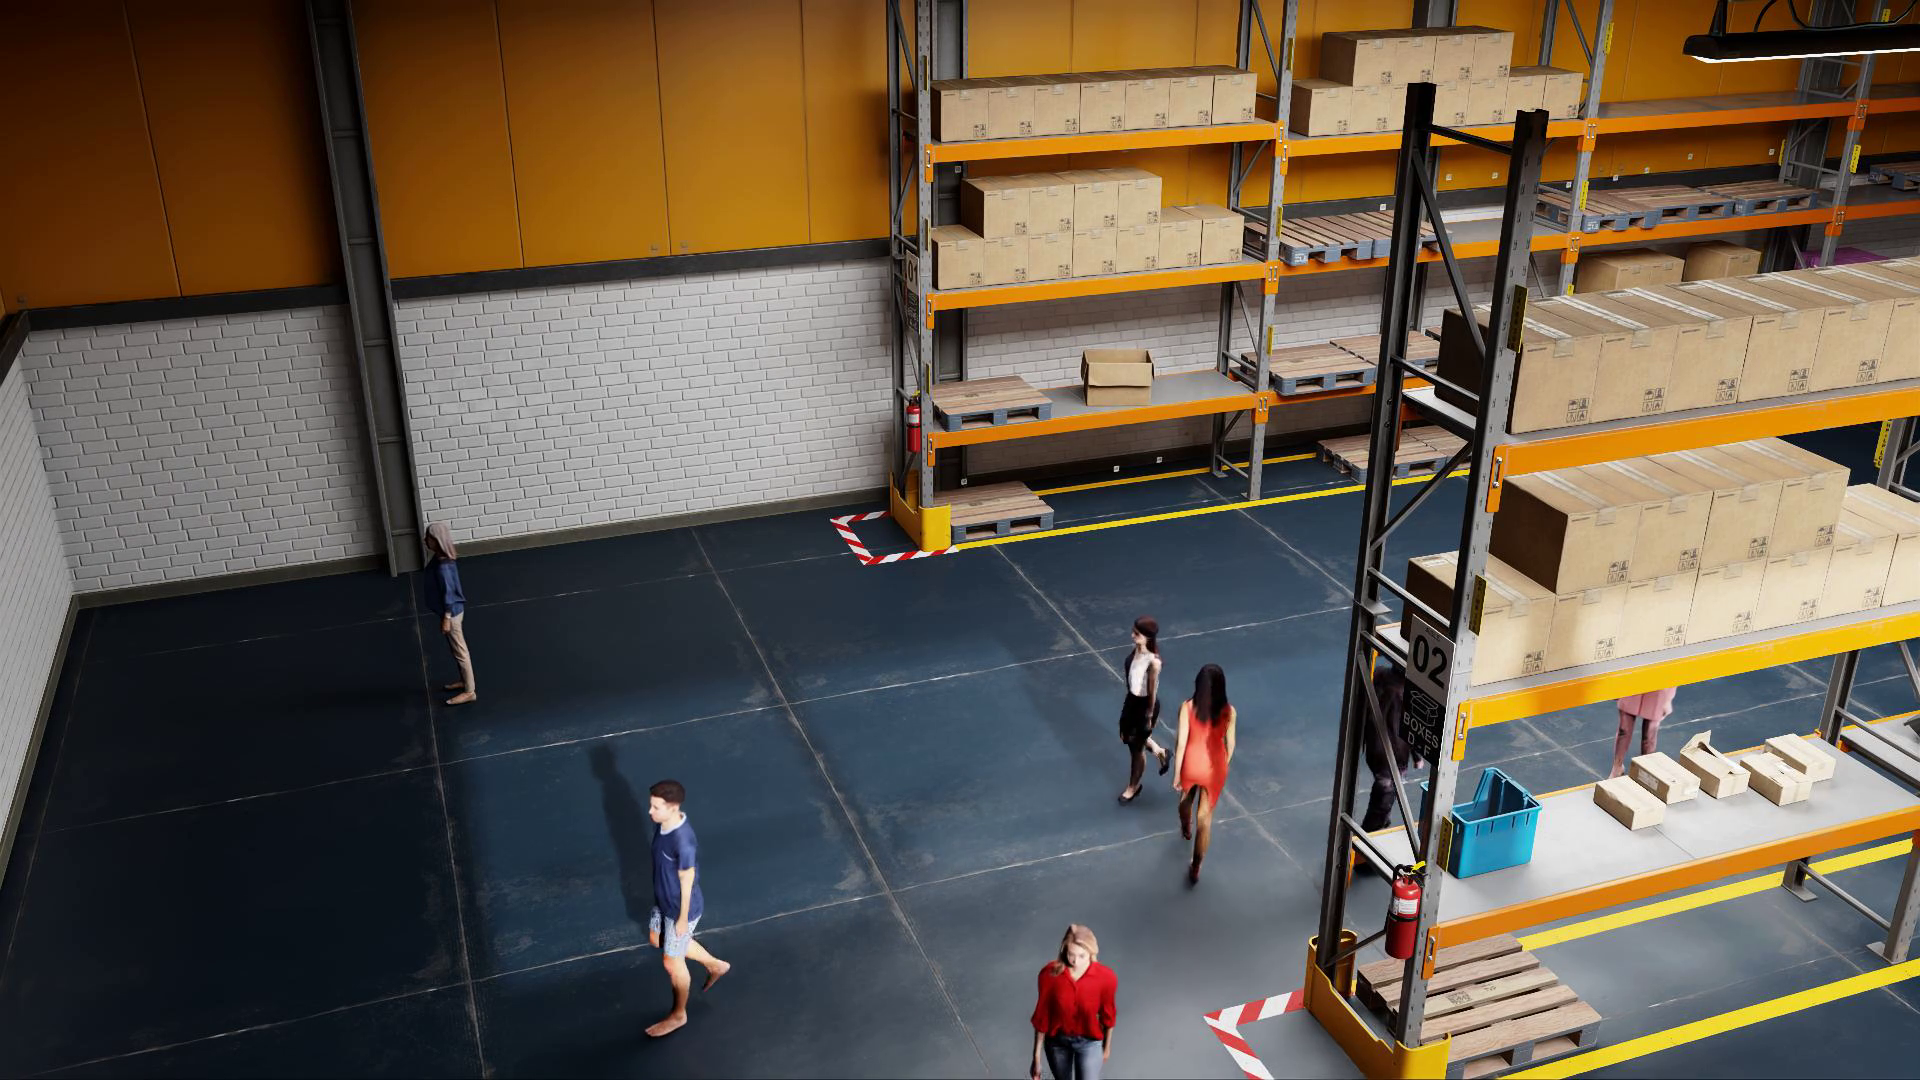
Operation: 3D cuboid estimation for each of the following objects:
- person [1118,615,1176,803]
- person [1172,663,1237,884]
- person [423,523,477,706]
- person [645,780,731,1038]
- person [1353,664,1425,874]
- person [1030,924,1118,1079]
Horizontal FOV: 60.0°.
[{"bbox_3d":[1.502,1.329,13.105,0.775,1.636,0.581,-10,26,-22],"label":"person"},{"bbox_3d":[1.775,1.736,12.110,1.028,1.689,0.956,4,24,9],"label":"person"},{"bbox_3d":[-4.484,0.630,14.629,0.549,1.697,0.606,-8,25,-17],"label":"person"},{"bbox_3d":[-1.767,2.291,10.658,0.899,1.834,0.721,-12,26,-25],"label":"person"},{"bbox_3d":[3.065,1.592,12.189,0.799,1.889,0.689,-9,25,-19],"label":"person"},{"bbox_3d":[0.655,2.856,9.564,0.965,1.676,0.945,4,24,9],"label":"person"}]
